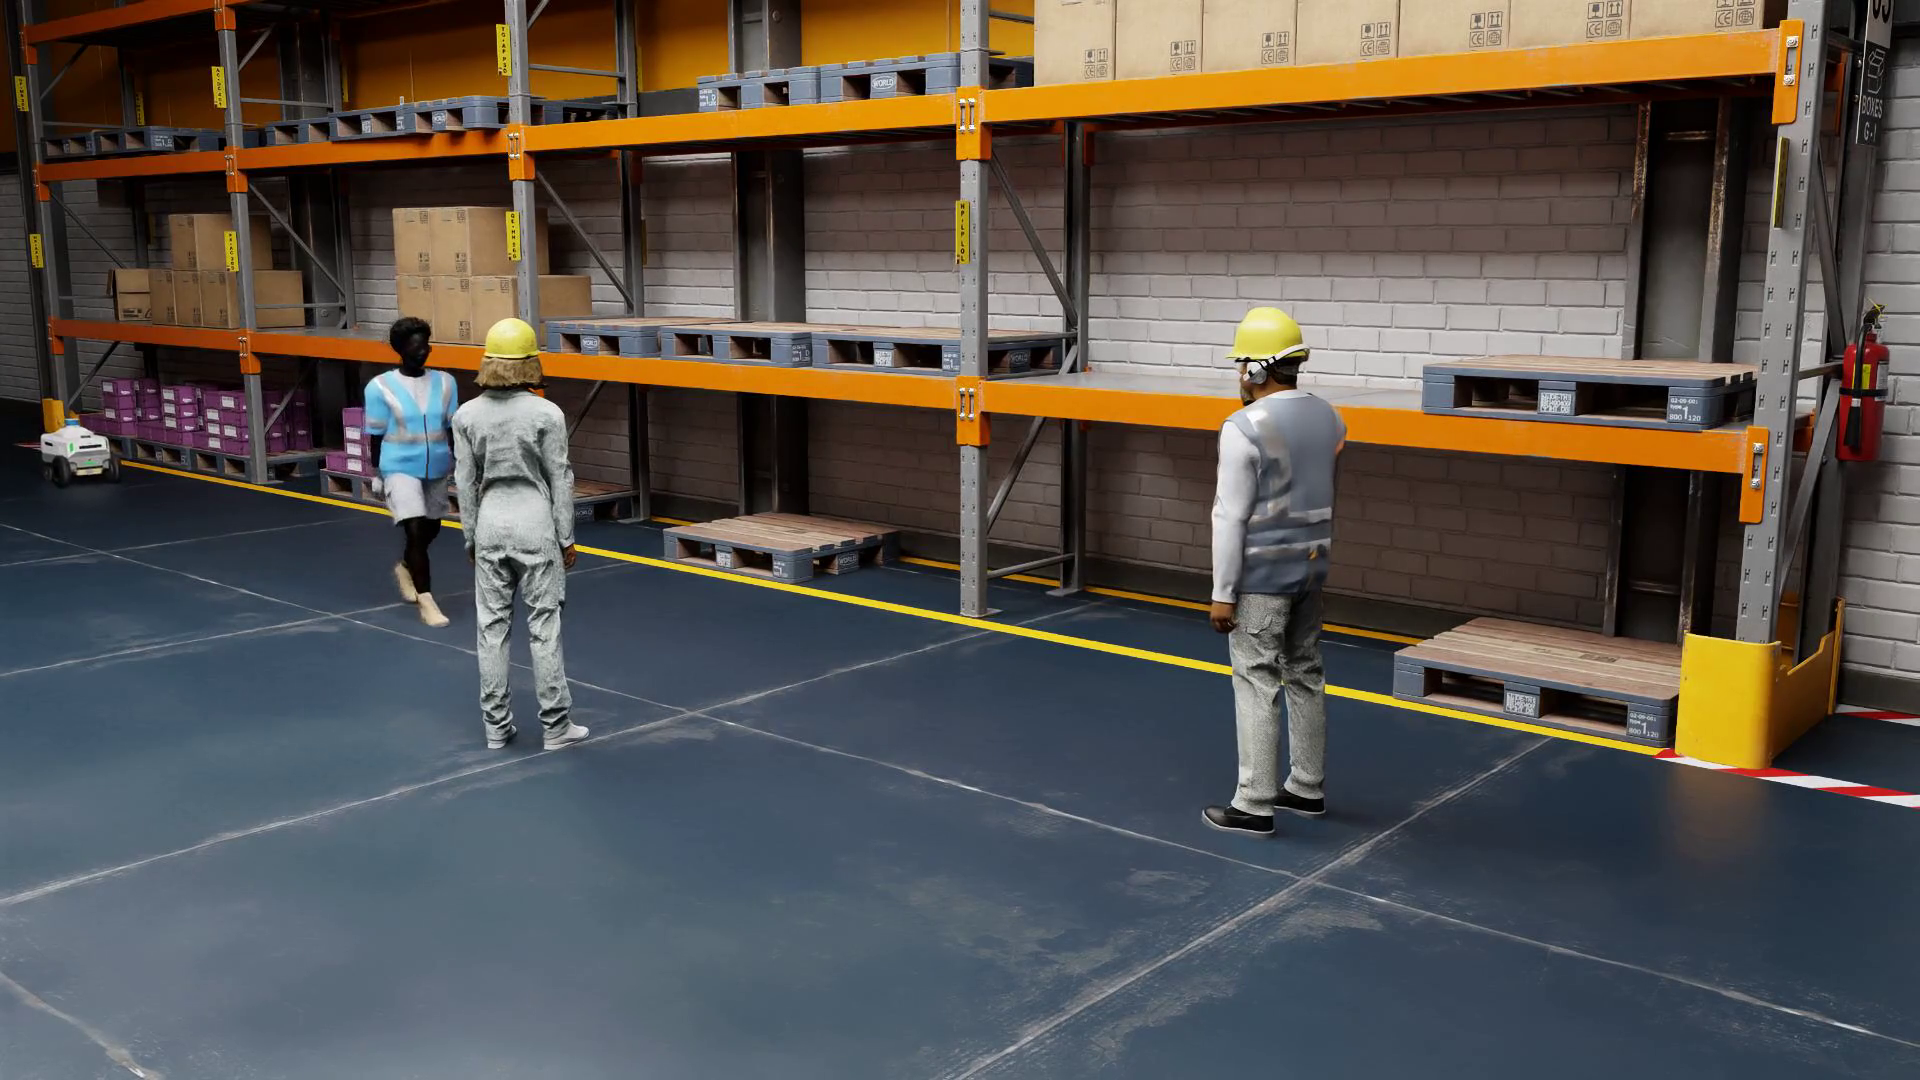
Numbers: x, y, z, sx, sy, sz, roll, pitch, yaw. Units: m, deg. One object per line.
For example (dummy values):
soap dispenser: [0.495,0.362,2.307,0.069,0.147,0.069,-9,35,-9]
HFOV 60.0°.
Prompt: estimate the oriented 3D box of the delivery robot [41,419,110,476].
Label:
delivery robot: [-7.611,-0.800,14.299,0.707,0.478,0.477,9,13,42]

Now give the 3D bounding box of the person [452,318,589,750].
person: [-1.777,-0.017,6.720,0.483,1.745,0.301,2,10,9]

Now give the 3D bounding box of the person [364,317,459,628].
person: [-3.005,-0.397,9.108,0.536,1.668,0.814,-9,14,-43]

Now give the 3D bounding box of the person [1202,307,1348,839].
person: [1.076,0.113,5.770,0.591,1.823,0.405,-9,13,-41]
